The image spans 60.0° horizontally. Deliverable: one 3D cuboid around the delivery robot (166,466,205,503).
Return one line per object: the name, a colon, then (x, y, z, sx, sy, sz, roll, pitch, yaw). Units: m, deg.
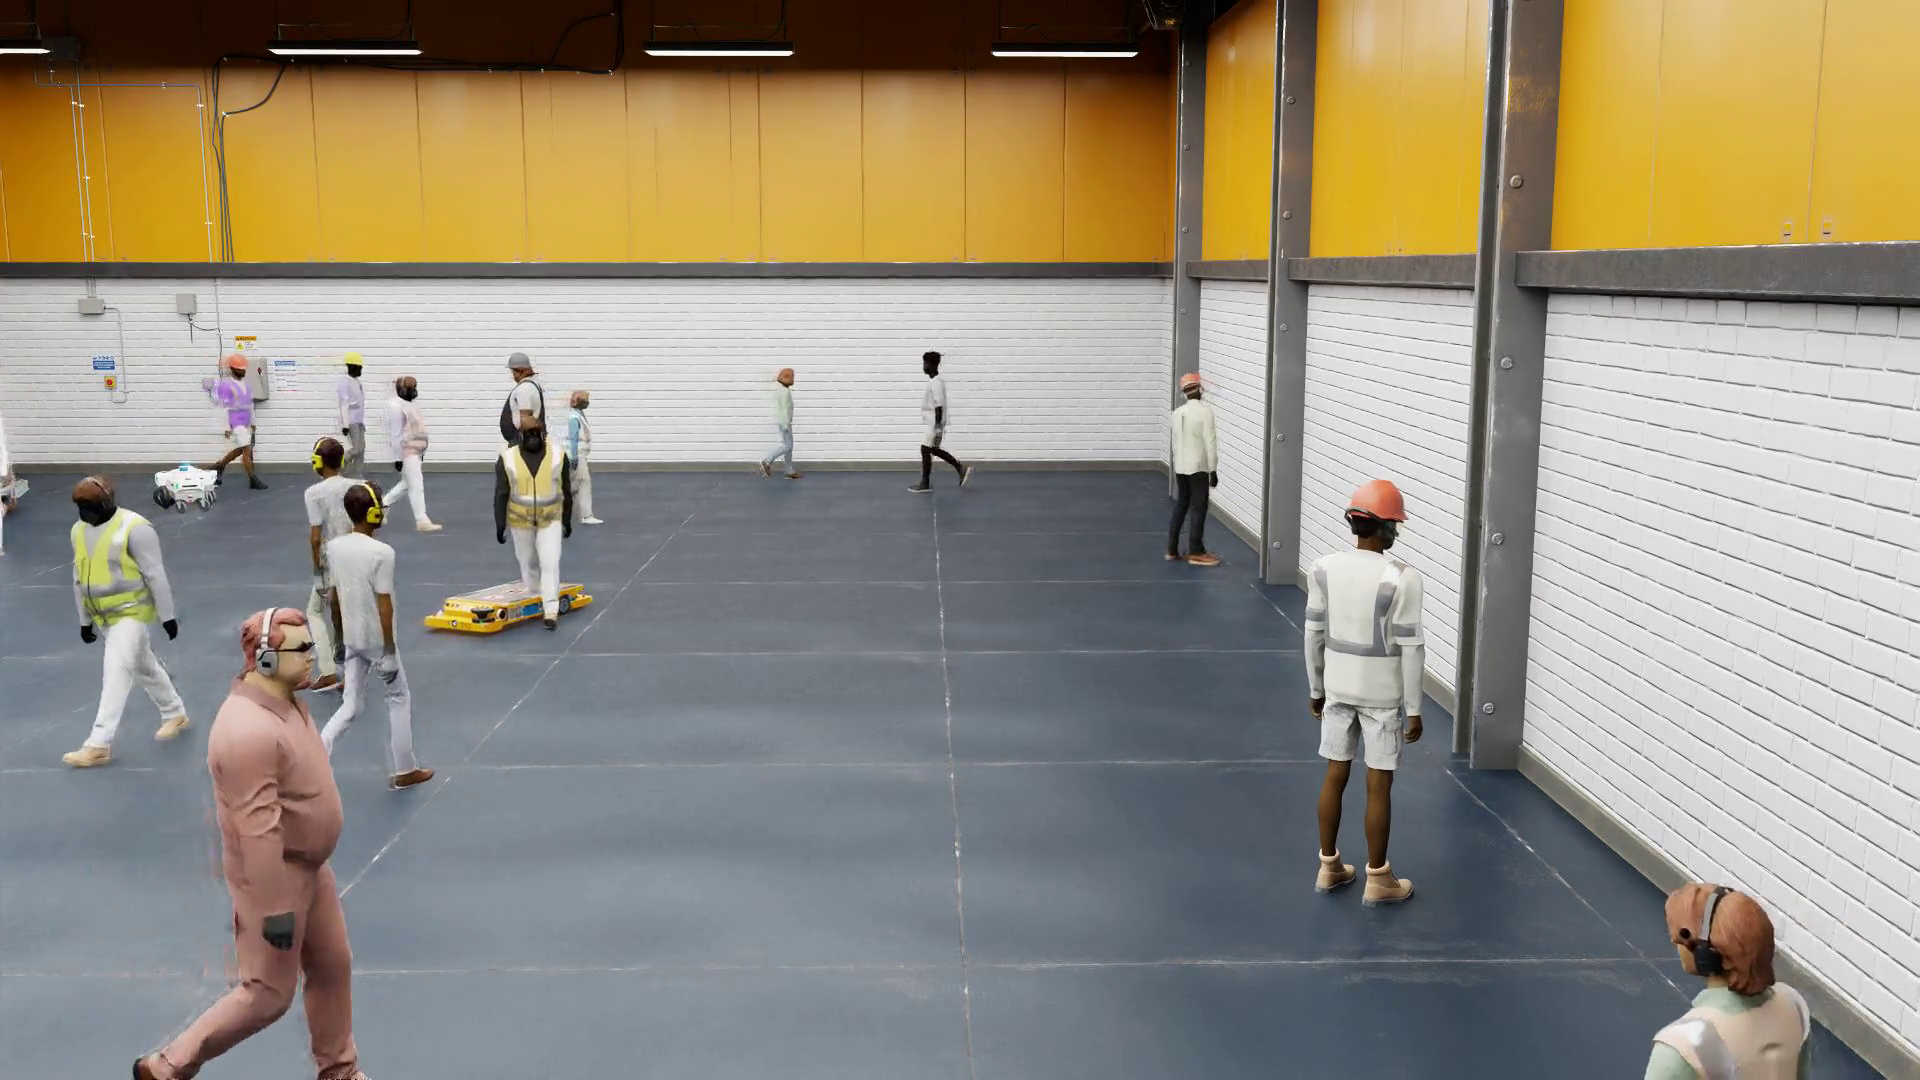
delivery robot: (-9.735, -0.686, 20.885, 0.477, 0.478, 0.707, -6, 11, -34)

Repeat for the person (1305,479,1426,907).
person: (1.958, 0.724, 7.982, 0.615, 2.039, 0.392, 9, 13, 44)

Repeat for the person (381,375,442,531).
person: (-6.468, -1.006, 19.285, 0.782, 1.824, 0.630, 0, 9, -2)

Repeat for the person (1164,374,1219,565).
person: (2.372, -0.715, 17.091, 0.397, 1.955, 0.715, -5, 10, -28)

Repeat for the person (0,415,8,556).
person: (-10.268, -0.731, 17.410, 0.597, 1.870, 0.404, 0, 9, -3)

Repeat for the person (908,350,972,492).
person: (-0.280, -1.617, 22.651, 0.805, 1.942, 0.615, 0, 9, 1)

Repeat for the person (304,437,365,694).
person: (-4.464, 0.186, 11.870, 0.580, 1.847, 0.518, 7, 12, 37)

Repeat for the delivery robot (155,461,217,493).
delivery robot: (-9.961, -0.774, 21.425, 0.707, 0.478, 0.477, -3, 10, -16)

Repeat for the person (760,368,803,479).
person: (-2.572, -1.671, 23.947, 0.530, 1.621, 0.506, -1, 9, -7)

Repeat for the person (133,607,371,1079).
person: (-2.440, 1.163, 5.797, 0.796, 1.880, 0.644, -1, 9, -8)

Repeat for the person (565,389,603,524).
person: (-4.593, -0.989, 19.761, 0.579, 1.615, 0.529, -1, 9, -7)

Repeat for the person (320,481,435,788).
person: (-3.417, 0.588, 9.450, 0.524, 1.845, 0.875, 5, 10, 26)

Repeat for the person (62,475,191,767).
person: (-5.245, 0.463, 10.418, 0.666, 1.773, 0.997, 5, 10, 26)

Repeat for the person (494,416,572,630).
person: (-3.613, -0.146, 14.087, 0.645, 1.787, 0.982, -2, 9, -12)

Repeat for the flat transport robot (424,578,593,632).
flat transport robot: (-3.898, 0.551, 14.452, 0.652, 0.197, 1.431, 4, 10, 25)

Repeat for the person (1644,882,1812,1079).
person: (1.729, 1.588, 3.951, 0.538, 1.612, 0.645, -6, 11, -34)

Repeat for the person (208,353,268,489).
person: (-10.004, -1.628, 22.875, 0.835, 1.896, 0.587, 2, 10, 14)

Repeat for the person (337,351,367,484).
person: (-8.448, -1.668, 23.060, 0.516, 1.910, 0.583, 0, 9, -1)

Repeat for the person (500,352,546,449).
person: (-5.372, -1.307, 20.436, 0.538, 2.000, 0.685, 0, 9, -2)
